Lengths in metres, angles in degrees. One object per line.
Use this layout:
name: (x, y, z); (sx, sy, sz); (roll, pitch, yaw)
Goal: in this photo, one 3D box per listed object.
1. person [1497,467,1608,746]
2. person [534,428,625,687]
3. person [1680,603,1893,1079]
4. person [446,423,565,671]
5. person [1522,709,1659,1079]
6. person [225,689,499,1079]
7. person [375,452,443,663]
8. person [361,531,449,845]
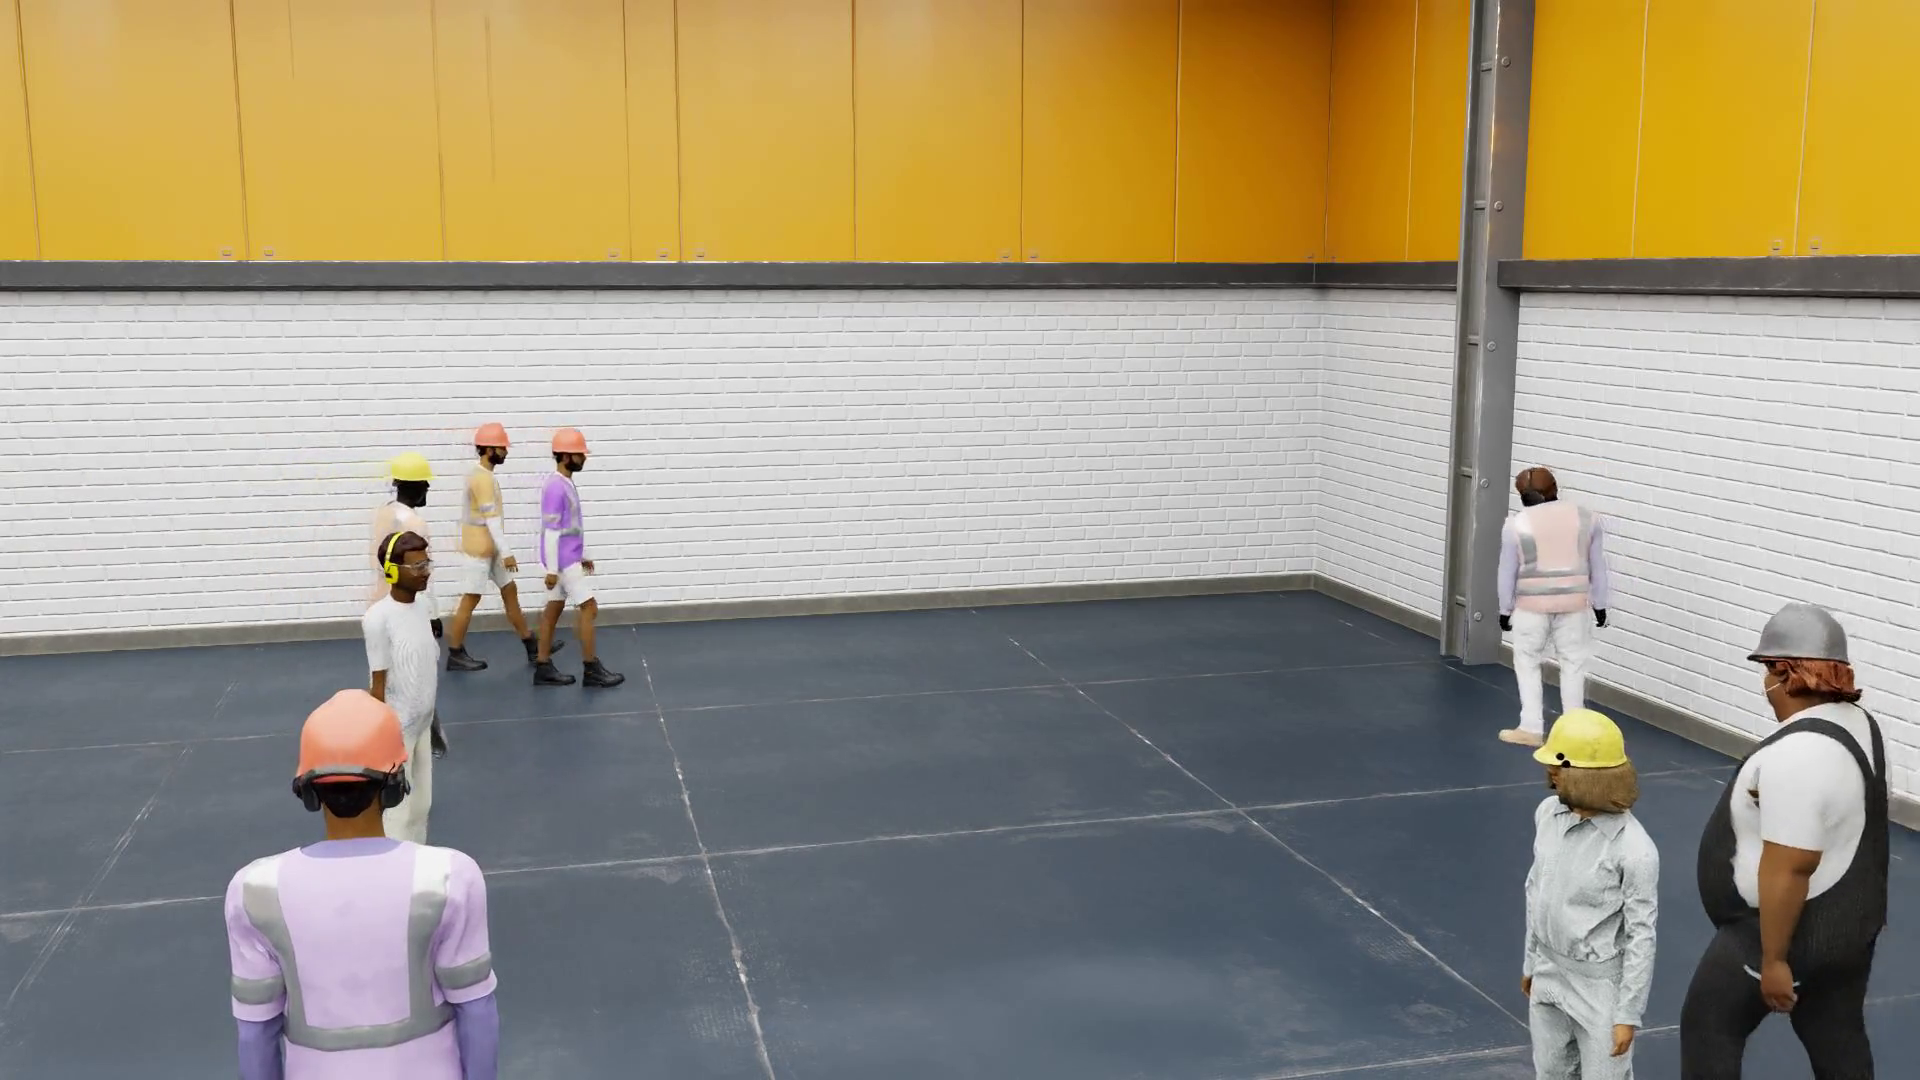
person: (3.829, 0.434, 10.672); (0.762, 1.814, 0.431); (0, 9, 3)
person: (-2.791, 0.133, 12.179); (0.792, 1.905, 0.551); (-2, 9, -12)
person: (2.599, 1.167, 5.340); (0.700, 2.000, 0.845); (-8, 12, -40)
person: (-3.515, 0.060, 12.716); (0.958, 1.891, 0.570); (-2, 9, -11)
person: (1.878, 1.360, 5.063); (0.313, 1.741, 0.487); (-3, 10, -21)
person: (-1.429, 1.368, 4.067); (0.606, 2.046, 0.369); (-2, 9, -9)
person: (-3.479, 0.399, 10.531); (0.438, 1.912, 0.589); (-6, 11, -32)
person: (-2.536, 0.880, 7.659); (0.317, 1.869, 0.530); (2, 9, 10)
